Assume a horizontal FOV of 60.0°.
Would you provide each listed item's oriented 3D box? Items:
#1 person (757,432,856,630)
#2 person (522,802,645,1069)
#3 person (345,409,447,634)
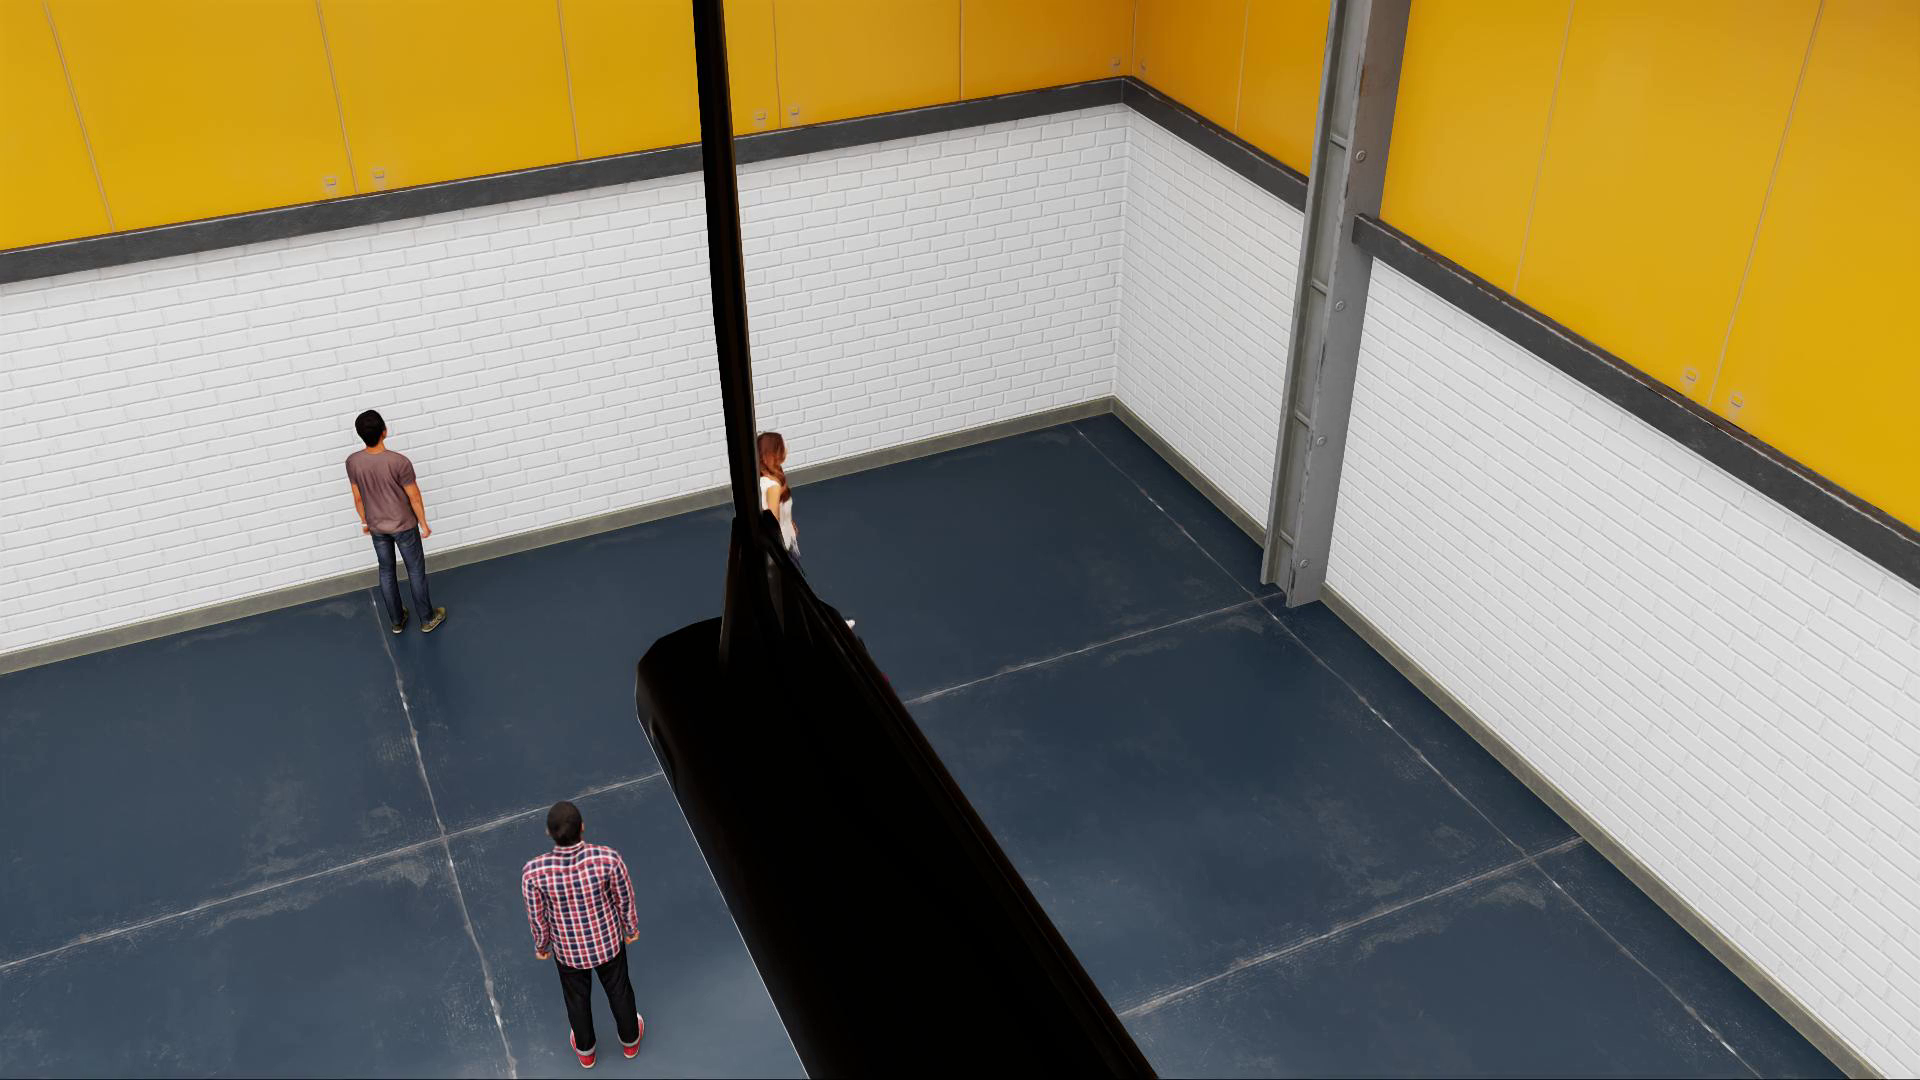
[{"bbox_3d":[-1.367,0.068,11.460,0.811,1.738,1.086,-8,35,-12],"label":"person"},{"bbox_3d":[-1.909,2.019,8.505,0.725,1.760,0.636,-9,35,-13],"label":"person"},{"bbox_3d":[-3.999,-0.117,11.702,0.710,1.779,0.701,1,34,2],"label":"person"}]
